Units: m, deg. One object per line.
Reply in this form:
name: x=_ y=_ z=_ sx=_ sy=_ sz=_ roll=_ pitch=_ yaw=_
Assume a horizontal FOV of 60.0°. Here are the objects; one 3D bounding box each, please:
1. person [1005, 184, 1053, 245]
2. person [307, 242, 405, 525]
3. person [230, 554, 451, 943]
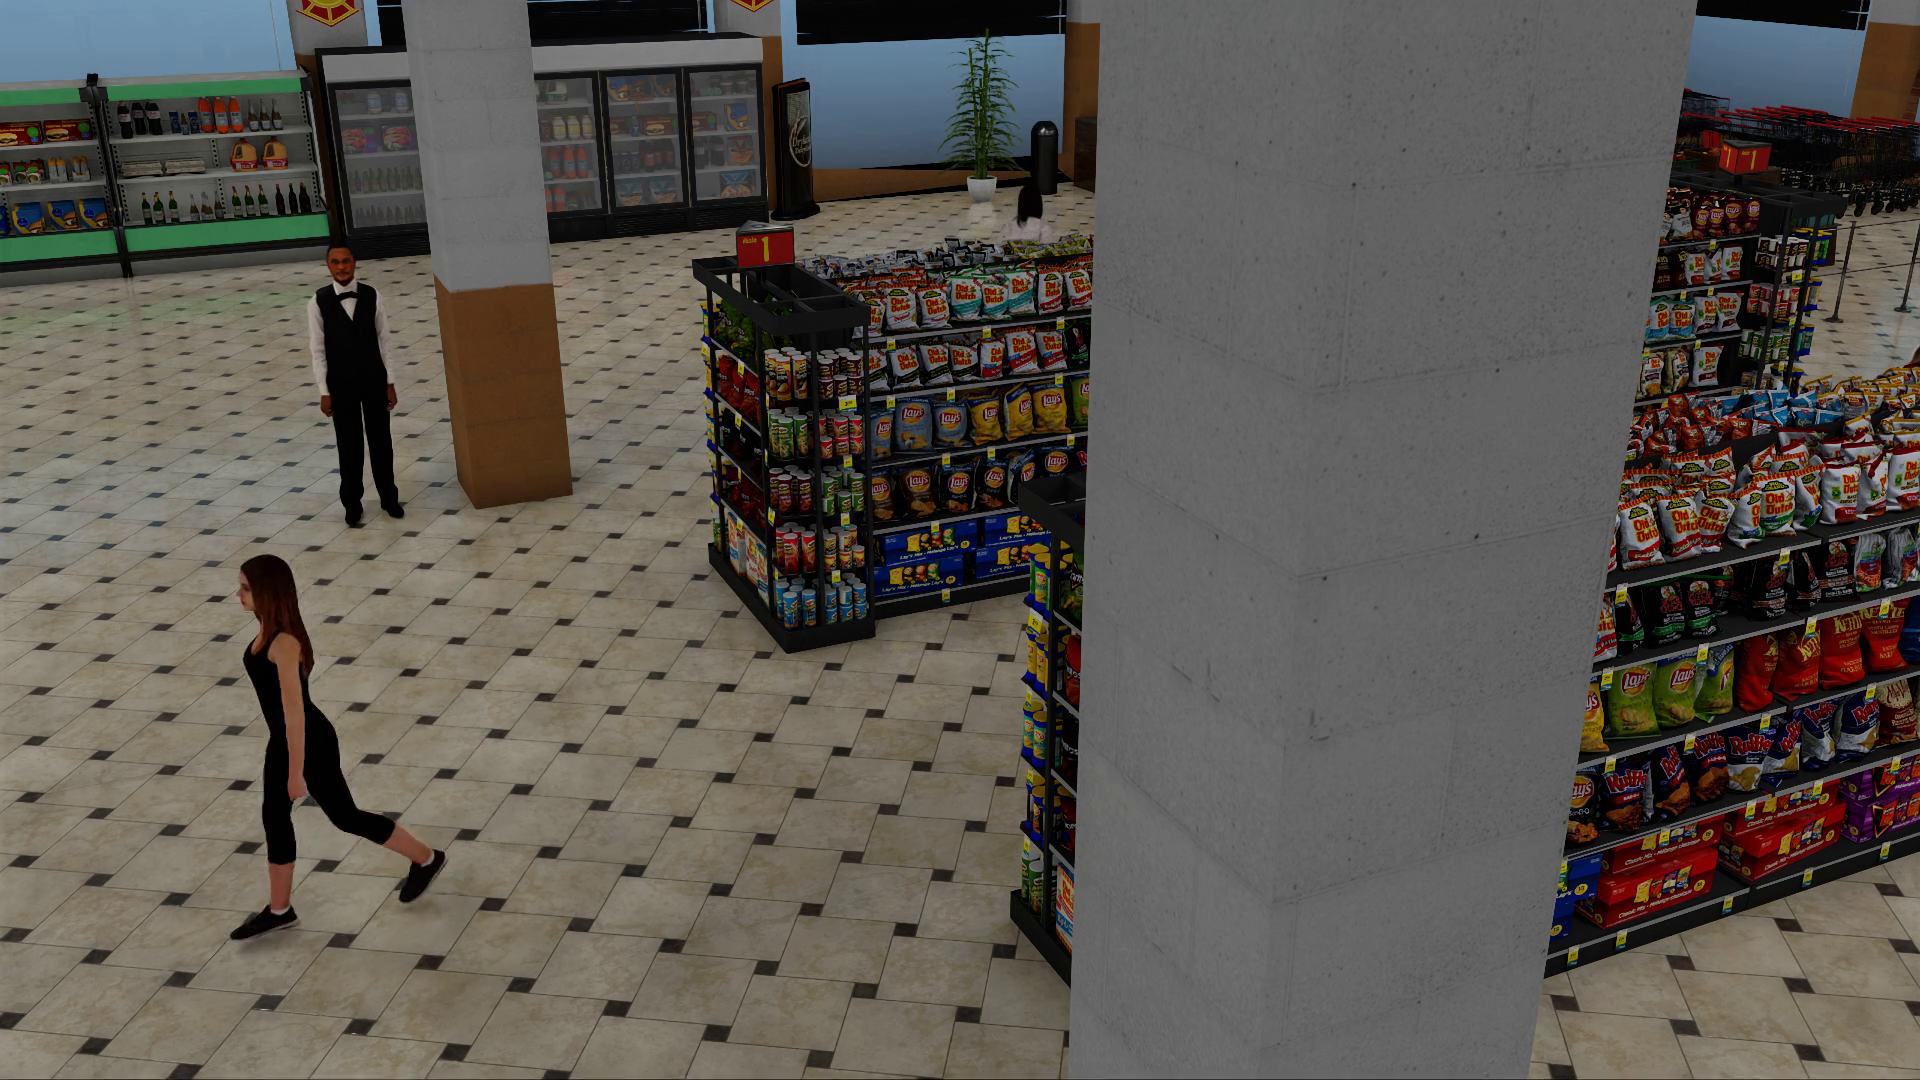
person: x=0.573 y=-2.318 z=14.847 sx=0.988 sy=1.599 sz=1.180 roll=14 pitch=26 yaw=31
person: x=-4.108 y=-1.076 z=11.327 sx=0.514 sy=1.919 sz=0.748 roll=-11 pitch=24 yaw=-25
person: x=-2.602 y=0.846 z=6.854 sx=1.162 sy=1.688 sz=0.685 roll=-15 pitch=26 yaw=-32
